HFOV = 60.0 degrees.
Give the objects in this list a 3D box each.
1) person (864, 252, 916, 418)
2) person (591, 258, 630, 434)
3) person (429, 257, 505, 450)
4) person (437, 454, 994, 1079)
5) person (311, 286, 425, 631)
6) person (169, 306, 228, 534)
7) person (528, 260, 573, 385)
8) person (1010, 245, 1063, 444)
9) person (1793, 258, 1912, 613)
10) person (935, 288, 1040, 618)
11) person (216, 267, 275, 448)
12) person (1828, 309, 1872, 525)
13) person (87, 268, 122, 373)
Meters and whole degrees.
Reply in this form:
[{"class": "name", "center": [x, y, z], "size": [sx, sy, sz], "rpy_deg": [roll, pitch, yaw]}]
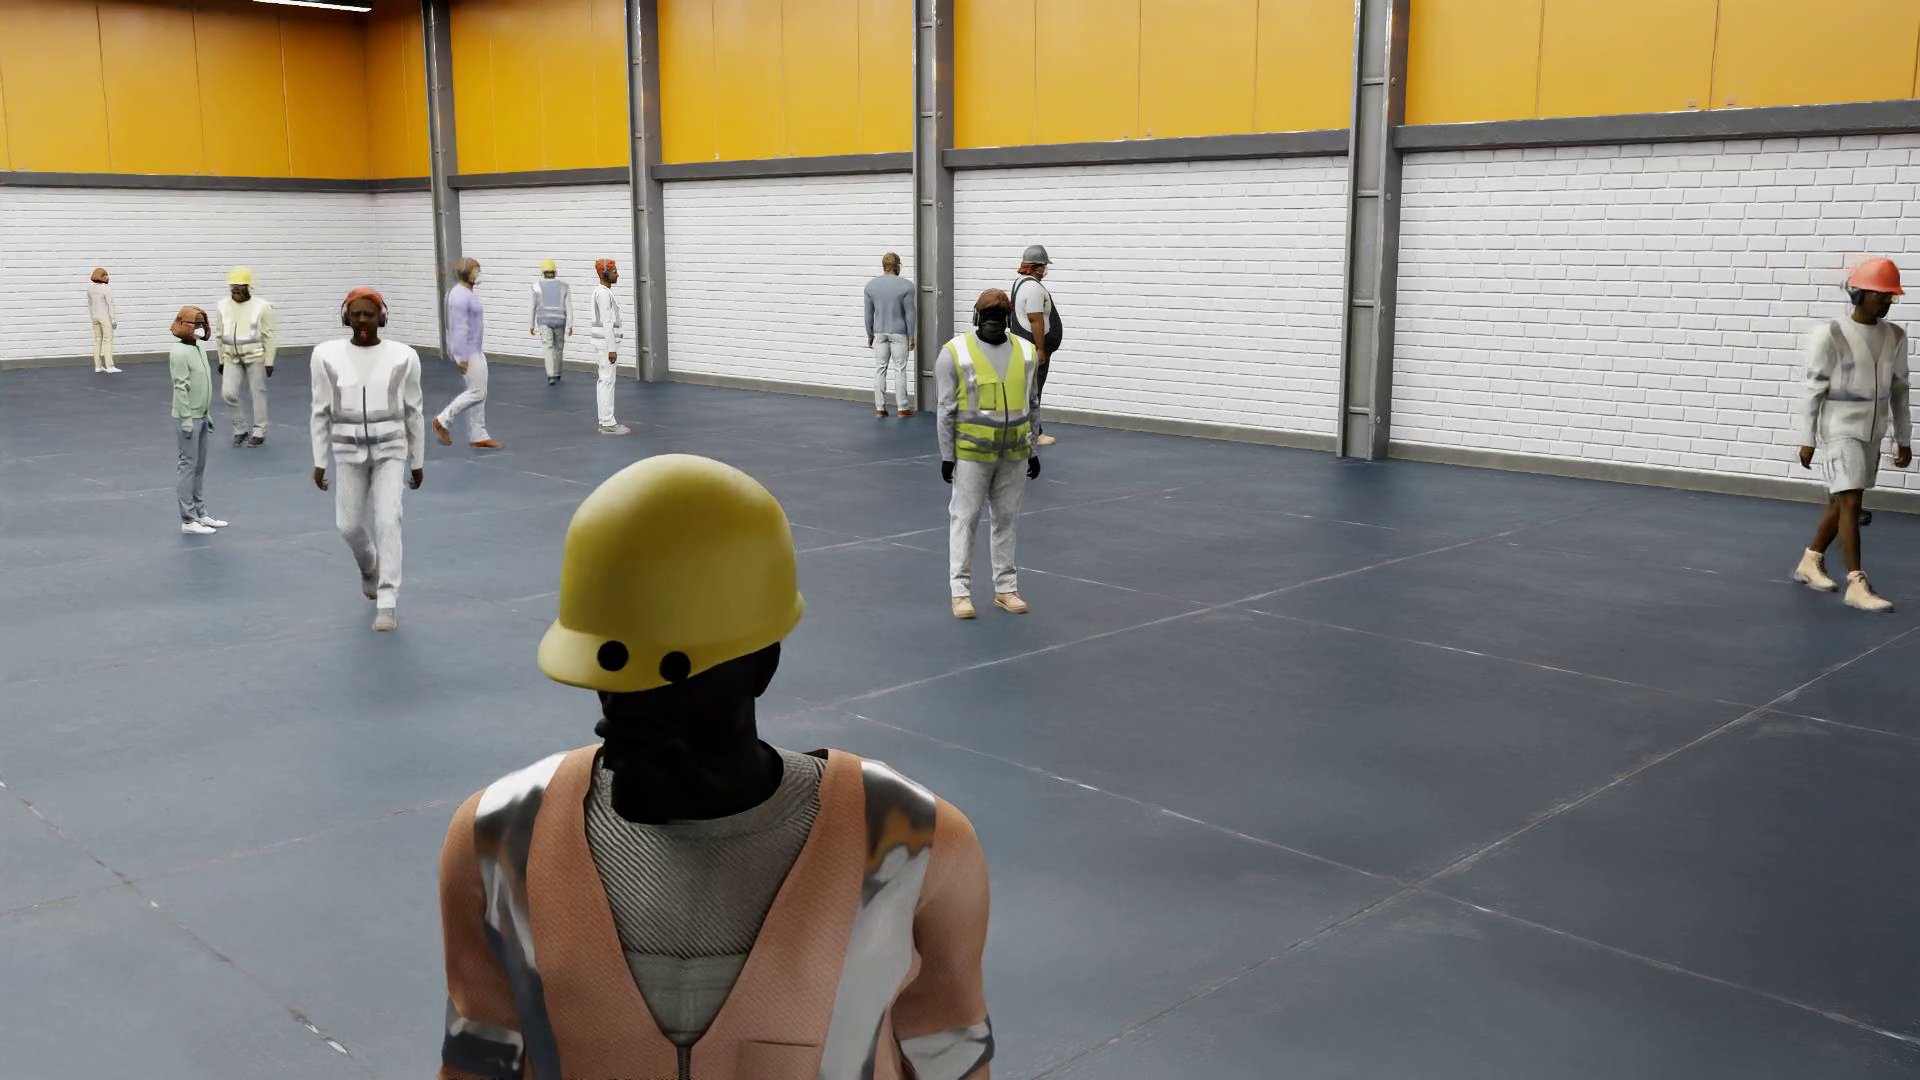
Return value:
[{"class": "person", "center": [-0.813, -2.387, 19.446], "size": [0.629, 1.937, 0.376], "rpy_deg": [3, 11, 18]}, {"class": "person", "center": [-3.781, -2.076, 17.901], "size": [0.355, 1.883, 0.575], "rpy_deg": [-3, 11, -18]}, {"class": "person", "center": [-4.887, -1.825, 16.416], "size": [0.614, 1.925, 0.645], "rpy_deg": [-1, 10, -7]}, {"class": "person", "center": [-0.261, 0.857, 1.787], "size": [0.593, 1.923, 0.382], "rpy_deg": [0, 10, 2]}, {"class": "person", "center": [-3.247, -0.467, 9.176], "size": [0.586, 1.866, 0.716], "rpy_deg": [-2, 11, -13]}, {"class": "person", "center": [-5.507, -0.867, 11.985], "size": [0.286, 1.632, 0.500], "rpy_deg": [-1, 10, -5]}, {"class": "person", "center": [-5.895, -3.135, 23.959], "size": [0.610, 1.785, 0.942], "rpy_deg": [-3, 11, -17]}, {"class": "person", "center": [0.789, -2.009, 17.099], "size": [0.537, 2.000, 0.689], "rpy_deg": [-3, 11, -15]}, {"class": "person", "center": [5.232, -0.622, 9.706], "size": [0.628, 2.018, 0.889], "rpy_deg": [-3, 11, -15]}, {"class": "person", "center": [0.176, -0.484, 9.333], "size": [0.626, 1.840, 0.430], "rpy_deg": [-4, 11, -22]}, {"class": "person", "center": [-7.164, -1.813, 16.635], "size": [0.625, 1.814, 0.513], "rpy_deg": [0, 10, 2]}, {"class": "person", "center": [6.706, -1.087, 12.352], "size": [0.368, 1.935, 0.552], "rpy_deg": [6, 12, 31]}, {"class": "person", "center": [-13.364, -3.421, 25.936], "size": [0.500, 1.628, 0.265], "rpy_deg": [4, 11, 22]}]
